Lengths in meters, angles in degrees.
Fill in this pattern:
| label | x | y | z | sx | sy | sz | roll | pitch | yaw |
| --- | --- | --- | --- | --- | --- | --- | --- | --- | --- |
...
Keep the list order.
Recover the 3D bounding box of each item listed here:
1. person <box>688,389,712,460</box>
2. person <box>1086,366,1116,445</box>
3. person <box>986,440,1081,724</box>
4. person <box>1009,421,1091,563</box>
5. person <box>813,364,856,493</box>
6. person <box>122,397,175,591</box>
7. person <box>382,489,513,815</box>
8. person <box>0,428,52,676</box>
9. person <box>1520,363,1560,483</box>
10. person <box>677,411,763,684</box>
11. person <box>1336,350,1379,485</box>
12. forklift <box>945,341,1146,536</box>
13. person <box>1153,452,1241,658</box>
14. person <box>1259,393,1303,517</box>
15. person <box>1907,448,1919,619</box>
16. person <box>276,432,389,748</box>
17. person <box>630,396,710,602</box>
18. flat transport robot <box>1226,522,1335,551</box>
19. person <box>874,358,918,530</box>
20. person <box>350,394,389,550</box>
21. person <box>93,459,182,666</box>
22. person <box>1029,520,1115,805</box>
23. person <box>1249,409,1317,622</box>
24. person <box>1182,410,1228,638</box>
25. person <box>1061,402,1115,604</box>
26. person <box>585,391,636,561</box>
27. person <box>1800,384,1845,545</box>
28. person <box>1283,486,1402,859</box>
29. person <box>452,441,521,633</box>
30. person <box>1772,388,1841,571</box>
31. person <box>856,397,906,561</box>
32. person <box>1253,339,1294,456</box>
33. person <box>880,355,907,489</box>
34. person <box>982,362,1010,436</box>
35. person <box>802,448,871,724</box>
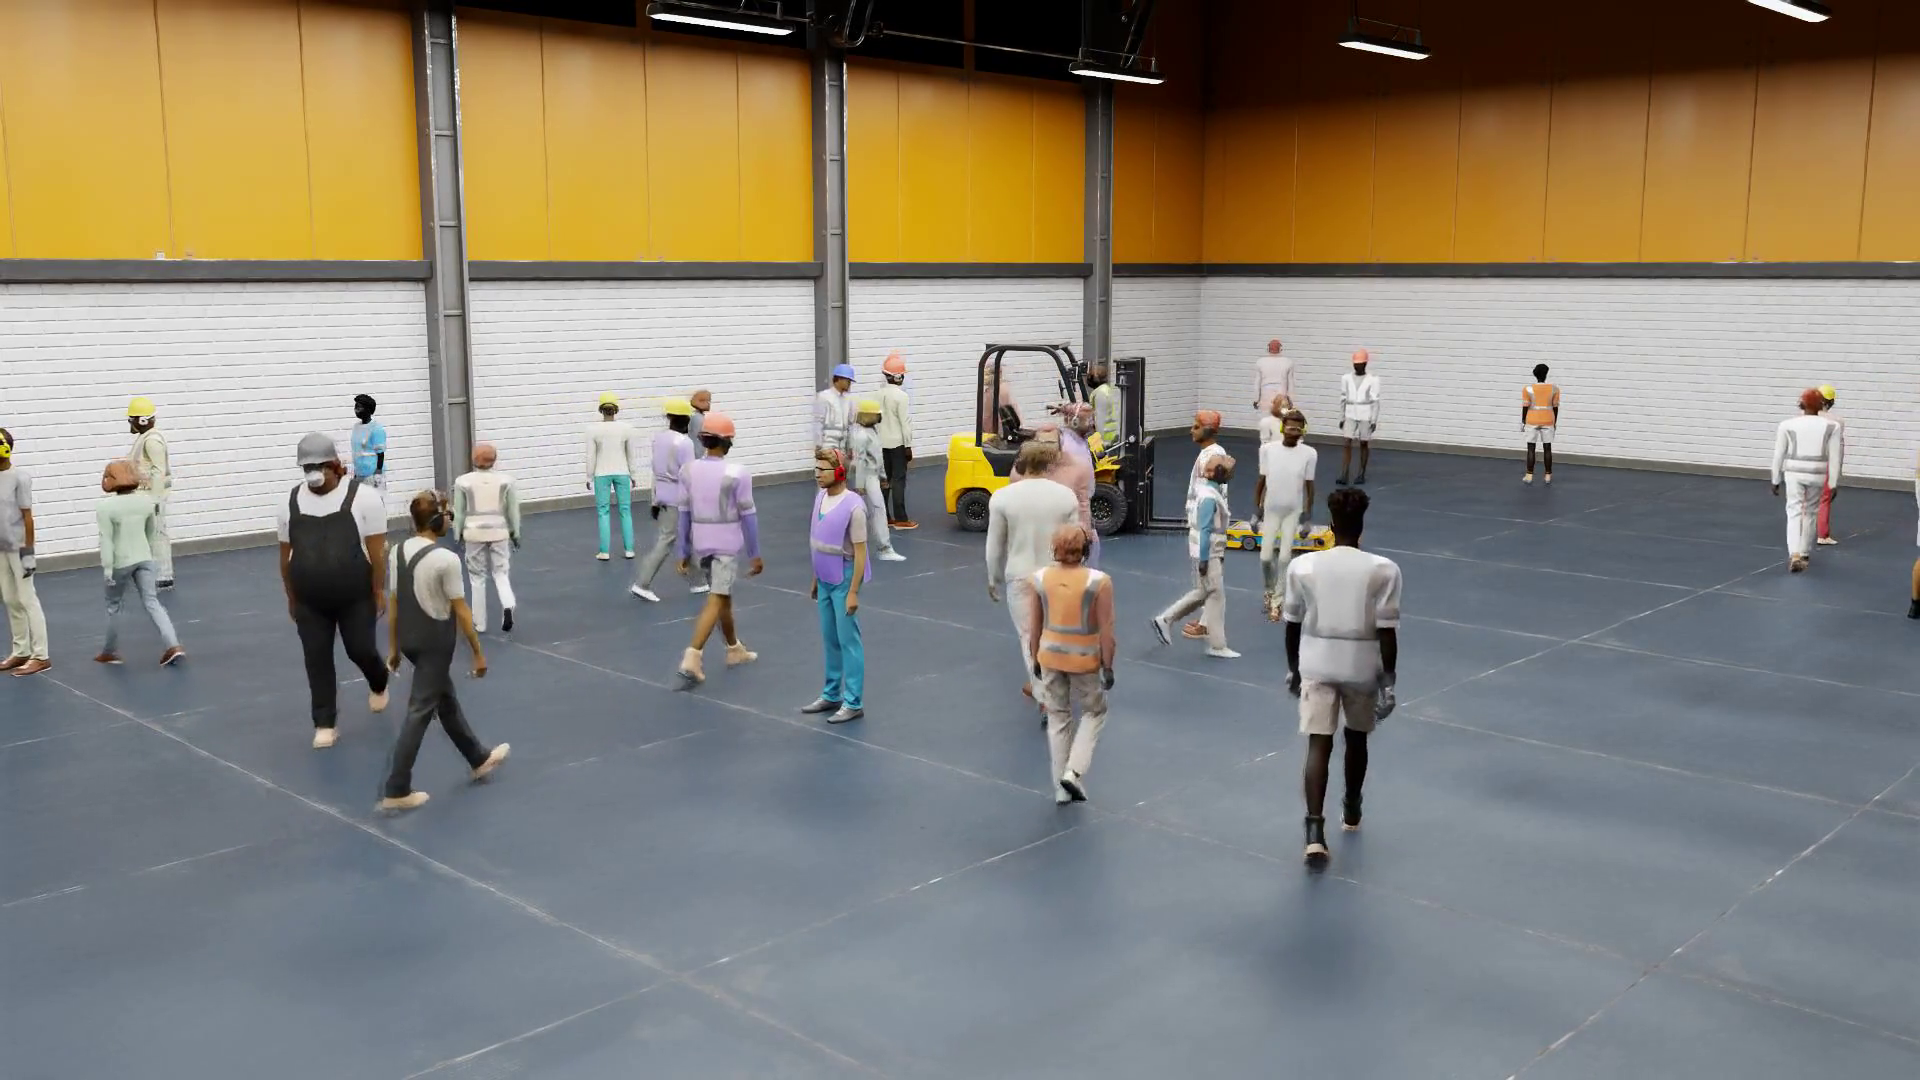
| label | x | y | z | sx | sy | sz | roll | pitch | yaw |
| --- | --- | --- | --- | --- | --- | --- | --- | --- | --- |
| person | -3.204 | -0.989 | 19.789 | 0.600 | 1.610 | 0.509 | -3 | 10 | -18 |
| person | 1.734 | -1.264 | 20.828 | 0.431 | 1.833 | 0.628 | 1 | 9 | 8 |
| person | 0.515 | 0.274 | 11.246 | 0.641 | 1.900 | 0.970 | -2 | 10 | -15 |
| person | 0.701 | -0.024 | 13.128 | 0.646 | 1.873 | 0.822 | -1 | 9 | -5 |
| person | -1.487 | -1.108 | 19.659 | 0.456 | 1.923 | 0.644 | 6 | 11 | 31 |
| person | -7.657 | -0.431 | 15.703 | 0.404 | 1.830 | 0.602 | -6 | 11 | -31 |
| person | -2.946 | 0.603 | 9.474 | 0.536 | 1.788 | 0.979 | 7 | 11 | 35 |
| person | -7.103 | 0.087 | 12.453 | 0.520 | 1.861 | 0.317 | 5 | 11 | 28 |
| person | 8.219 | -1.652 | 23.596 | 0.535 | 1.699 | 0.321 | 1 | 9 | 6 |
| person | -1.818 | 0.045 | 12.316 | 0.620 | 2.007 | 1.048 | 5 | 10 | 27 |
| person | 5.532 | -1.693 | 23.218 | 0.575 | 1.900 | 0.903 | 5 | 11 | 29 |
| forklift | 0.977 | -1.223 | 19.452 | 2.313 | 2.155 | 1.214 | 2 | 9 | 11 |
| person | 1.866 | 0.113 | 13.017 | 0.639 | 1.619 | 0.538 | 2 | 9 | 10 |
| person | 3.744 | -0.947 | 19.567 | 0.536 | 1.597 | 0.675 | -3 | 10 | -15 |
| person | 8.449 | -0.245 | 14.250 | 0.377 | 1.932 | 0.552 | -1 | 9 | -7 |
| person | -4.031 | 0.276 | 10.734 | 0.694 | 2.000 | 0.754 | -1 | 9 | -6 |
| person | -2.638 | -0.384 | 15.264 | 0.978 | 1.886 | 0.609 | -7 | 12 | -37 |
| flat transport robot | 3.527 | -0.036 | 18.056 | 1.431 | 0.197 | 0.652 | 4 | 10 | 22 |
| person | -0.766 | -1.120 | 19.427 | 0.379 | 1.996 | 0.609 | -8 | 12 | -41 |
| person | -6.370 | -0.724 | 17.916 | 0.533 | 1.697 | 0.318 | 7 | 12 | 38 |
| person | -6.307 | 0.184 | 12.675 | 0.812 | 1.607 | 0.501 | 5 | 11 | 30 |
| person | 0.633 | 0.698 | 9.386 | 0.537 | 1.623 | 0.364 | 4 | 10 | 24 |
| person | 2.775 | -0.212 | 14.313 | 0.554 | 1.847 | 0.408 | 2 | 10 | 14 |
| person | 2.029 | -0.132 | 13.714 | 0.343 | 1.882 | 0.586 | 3 | 10 | 15 |
| person | 1.067 | -0.274 | 14.627 | 0.763 | 1.877 | 0.662 | 3 | 10 | 16 |
| person | -3.641 | -0.666 | 17.346 | 0.532 | 1.767 | 0.328 | -4 | 10 | -22 |
| person | 9.473 | -0.827 | 18.328 | 0.309 | 1.772 | 0.525 | -6 | 11 | -34 |
| person | 1.968 | 0.683 | 8.658 | 0.603 | 1.914 | 0.995 | 3 | 10 | 17 |
| person | -3.896 | -0.004 | 13.733 | 0.543 | 1.620 | 0.507 | -4 | 10 | -21 |
| person | 8.529 | -0.608 | 16.786 | 0.589 | 1.849 | 0.964 | 4 | 10 | 24 |
| person | -0.991 | -0.645 | 17.364 | 0.831 | 1.713 | 0.485 | 2 | 9 | 10 |
| person | 5.050 | -2.279 | 26.812 | 0.651 | 1.906 | 0.401 | 1 | 9 | 5 |
| person | -0.959 | -1.606 | 22.771 | 0.575 | 1.872 | 0.633 | -7 | 12 | -37 |
| person | 0.430 | -1.285 | 20.768 | 0.466 | 1.884 | 0.682 | 0 | 9 | -3 |
| person | -0.811 | 0.298 | 11.185 | 0.388 | 1.847 | 0.563 | -6 | 11 | -33 |
